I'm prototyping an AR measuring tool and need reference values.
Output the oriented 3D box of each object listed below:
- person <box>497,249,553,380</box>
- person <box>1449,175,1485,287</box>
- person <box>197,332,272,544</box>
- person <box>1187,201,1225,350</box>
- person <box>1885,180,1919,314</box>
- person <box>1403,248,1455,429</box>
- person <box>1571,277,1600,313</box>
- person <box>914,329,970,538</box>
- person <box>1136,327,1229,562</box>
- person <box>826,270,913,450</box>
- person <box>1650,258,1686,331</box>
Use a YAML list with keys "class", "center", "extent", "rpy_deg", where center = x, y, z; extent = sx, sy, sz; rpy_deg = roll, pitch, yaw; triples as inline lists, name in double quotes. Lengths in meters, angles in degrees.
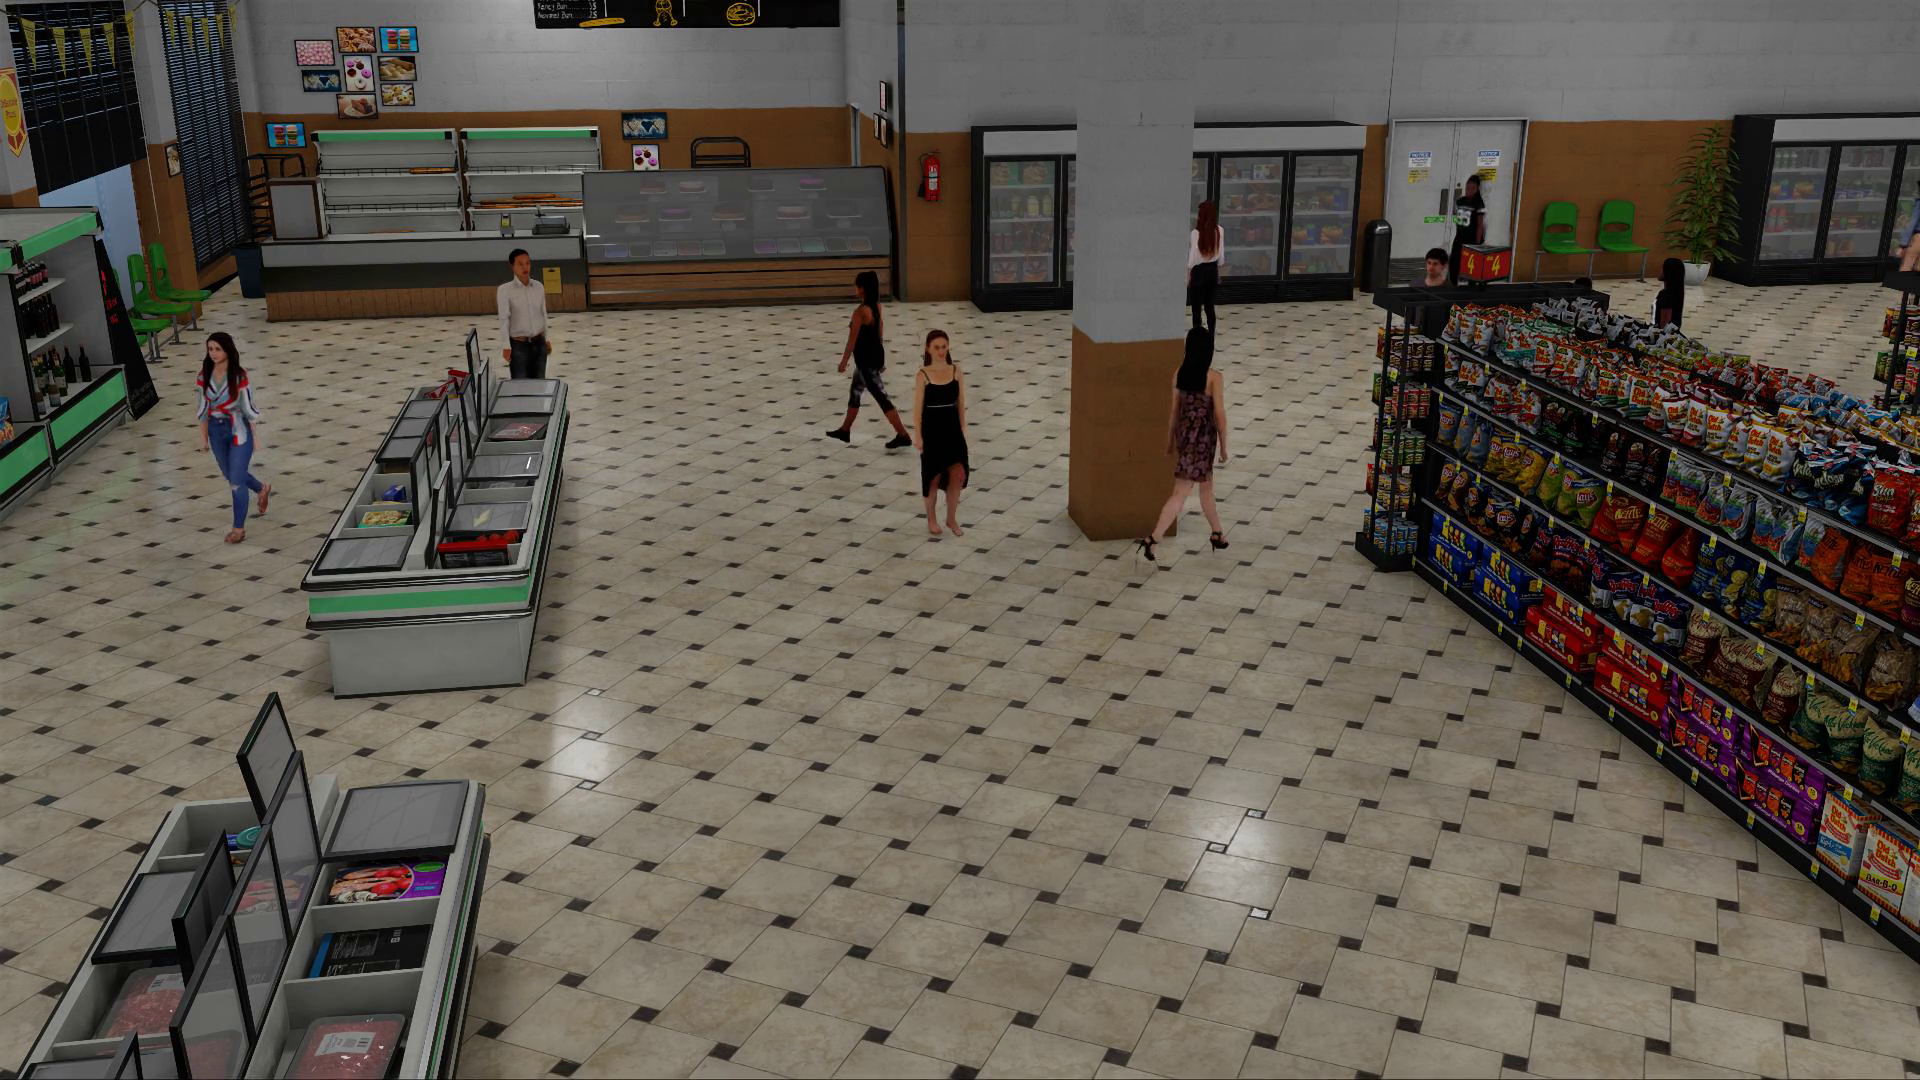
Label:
- class: "person"
  center: [-4.013, -1.788, 15.358]
  extent: [0.734, 1.811, 0.749]
  rpy_deg: [-18, 25, -42]
- class: "person"
  center: [6.653, -3.882, 21.716]
  extent: [0.883, 1.716, 0.853]
  rpy_deg: [-12, 22, -31]
- class: "person"
  center: [-5.571, -0.821, 12.835]
  extent: [0.804, 1.590, 1.085]
  rpy_deg: [3, 19, 8]
- class: "person"
  center: [2.787, -2.971, 18.948]
  extent: [0.677, 1.758, 0.628]
  rpy_deg: [-8, 20, -21]
- class: "person"
  center: [12.221, -3.727, 21.205]
  extent: [0.744, 1.748, 0.638]
  rpy_deg: [-2, 19, -6]
- class: "person"
  center: [4.296, -1.750, 15.196]
  extent: [0.851, 1.842, 0.917]
  rpy_deg: [14, 23, 36]
- class: "person"
  center: [5.868, -1.761, 15.867]
  extent: [0.912, 1.434, 0.965]
  rpy_deg: [13, 23, 33]
- class: "person"
  center: [-0.183, -0.838, 12.858]
  extent: [0.642, 1.607, 0.693]
  rpy_deg: [-7, 20, -19]
- class: "person"
  center: [1.646, -0.623, 12.036]
  extent: [1.100, 1.726, 1.132]
  rpy_deg: [-18, 25, -42]
- class: "person"
  center: [-0.744, -1.584, 15.051]
  extent: [0.995, 1.619, 1.117]
  rpy_deg: [7, 20, 19]
- class: "person"
  center: [6.489, -1.748, 15.366]
  extent: [0.786, 1.728, 0.714]
  rpy_deg: [10, 21, 28]
